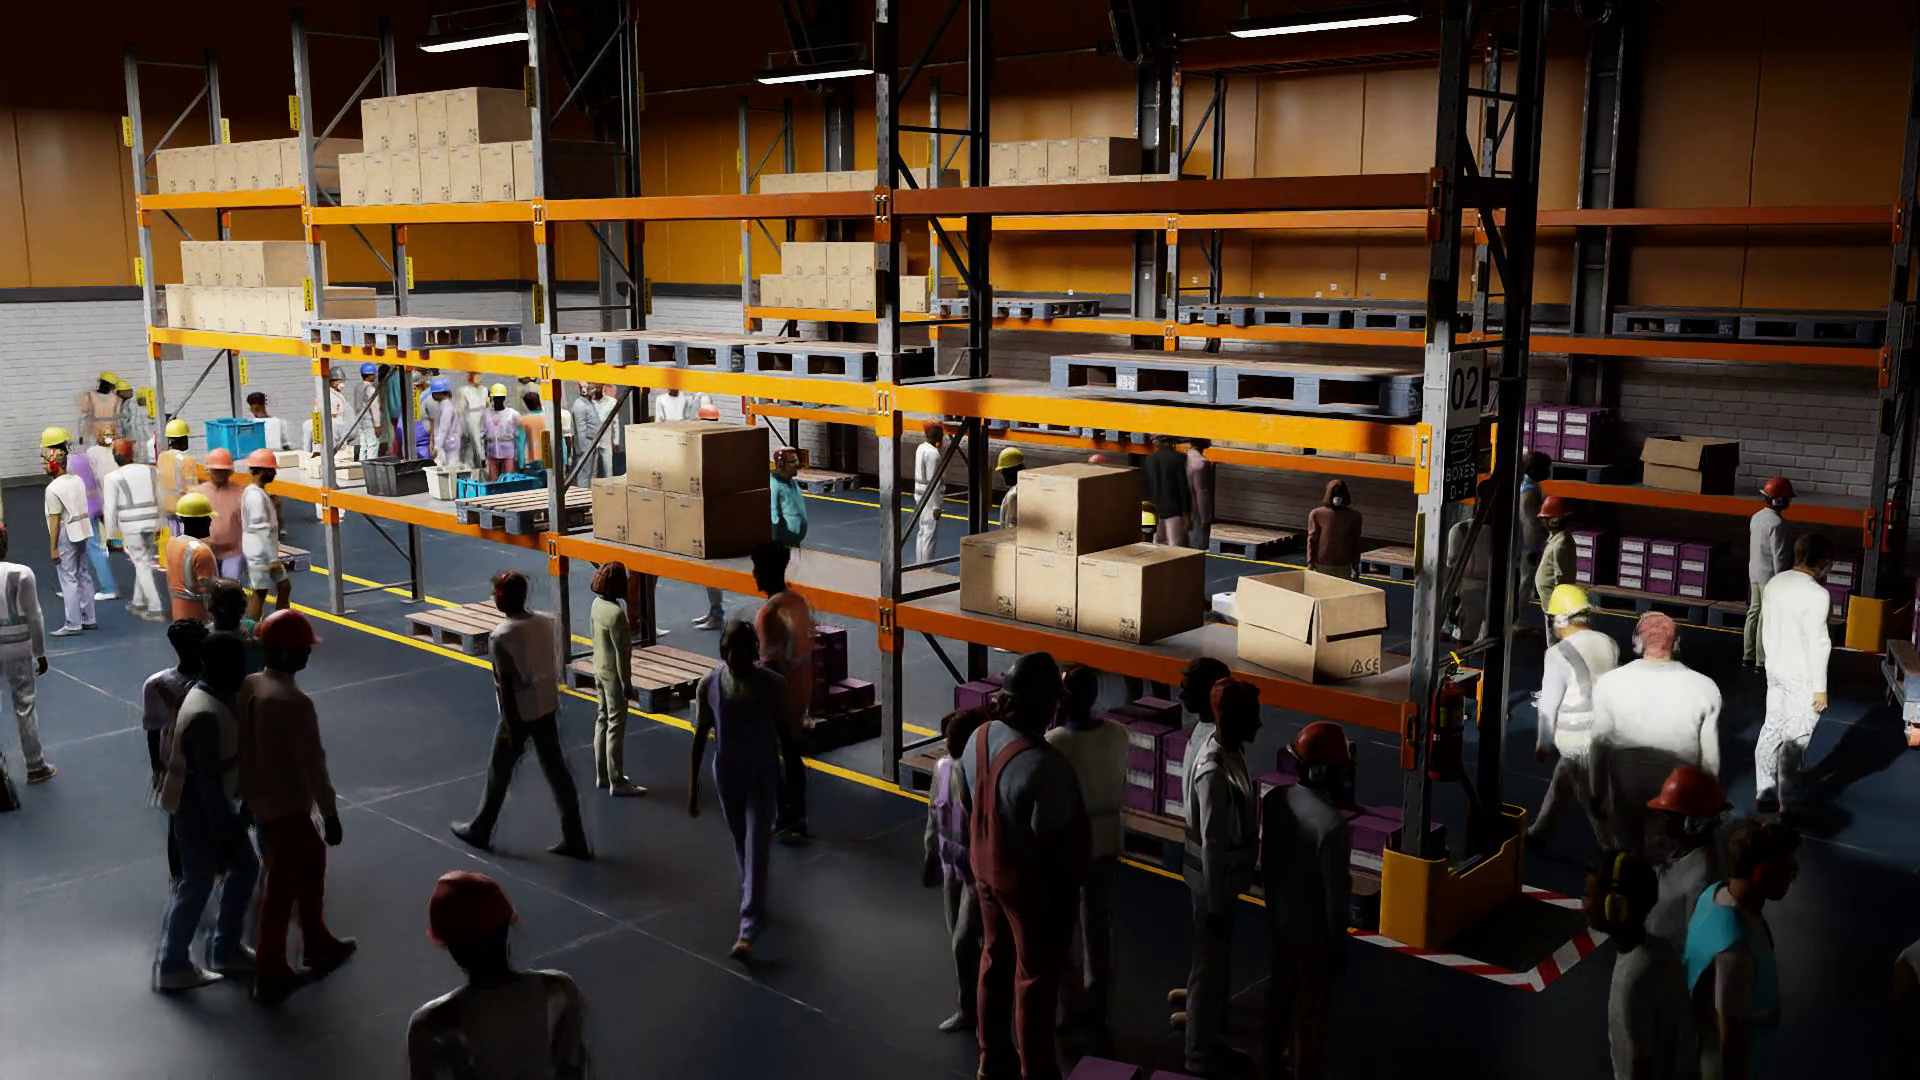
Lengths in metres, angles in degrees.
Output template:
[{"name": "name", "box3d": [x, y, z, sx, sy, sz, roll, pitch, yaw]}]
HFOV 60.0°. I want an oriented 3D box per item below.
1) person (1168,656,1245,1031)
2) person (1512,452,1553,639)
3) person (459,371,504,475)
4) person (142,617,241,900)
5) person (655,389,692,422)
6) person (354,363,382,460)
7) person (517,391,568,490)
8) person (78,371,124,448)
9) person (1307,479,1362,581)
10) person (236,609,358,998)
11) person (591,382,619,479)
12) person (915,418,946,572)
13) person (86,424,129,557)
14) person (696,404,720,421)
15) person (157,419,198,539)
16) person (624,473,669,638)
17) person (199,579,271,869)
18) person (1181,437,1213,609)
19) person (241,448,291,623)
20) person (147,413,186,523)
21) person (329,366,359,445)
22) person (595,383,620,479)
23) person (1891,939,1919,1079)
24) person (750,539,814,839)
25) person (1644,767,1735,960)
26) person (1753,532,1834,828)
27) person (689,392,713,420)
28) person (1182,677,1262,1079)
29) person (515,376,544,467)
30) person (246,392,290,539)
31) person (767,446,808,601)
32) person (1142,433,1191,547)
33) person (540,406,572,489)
[{"name": "person", "box3d": [1.202, 1.456, 8.045, 0.347, 1.838, 0.507, 1, 10, 4]}, {"name": "person", "box3d": [5.473, 0.051, 16.058, 0.431, 1.823, 0.639, 2, 10, 14]}, {"name": "person", "box3d": [-7.750, -1.861, 26.919, 0.990, 1.784, 0.563, 4, 11, 21]}, {"name": "person", "box3d": [-4.350, 1.268, 9.490, 0.542, 1.697, 0.316, -9, 13, -41]}, {"name": "person", "box3d": [-4.347, -1.625, 25.411, 0.617, 1.860, 0.663, -1, 10, -3]}, {"name": "person", "box3d": [-9.331, -1.830, 26.304, 0.618, 1.944, 0.397, 10, 14, 44]}, {"name": "person", "box3d": [-5.515, -1.034, 22.021, 0.652, 1.880, 0.452, -3, 10, -15]}, {"name": "person", "box3d": [-13.137, -1.630, 25.379, 0.746, 1.891, 0.357, -7, 12, -34]}, {"name": "person", "box3d": [3.474, 0.246, 15.453, 0.500, 1.633, 0.280, 0, 10, 2]}, {"name": "person", "box3d": [-3.327, 1.309, 8.477, 0.664, 1.965, 0.765, 9, 13, 41]}, {"name": "person", "box3d": [-5.280, -1.449, 24.273, 0.593, 1.909, 0.402, -4, 11, -20]}, {"name": "person", "box3d": [-0.330, -0.423, 18.521, 0.337, 1.883, 0.584, -3, 10, -15]}, {"name": "person", "box3d": [-10.364, -0.611, 20.318, 0.502, 1.630, 0.273, -6, 11, -29]}, {"name": "person", "box3d": [-2.937, -0.637, 19.582, 0.356, 1.937, 0.552, 5, 11, 28]}, {"name": "person", "box3d": [-8.355, -0.334, 17.889, 0.588, 1.930, 0.359, 6, 12, 30]}, {"name": "person", "box3d": [-3.055, 0.005, 16.053, 0.602, 1.906, 0.409, 10, 14, 44]}, {"name": "person", "box3d": [-4.334, 1.134, 9.968, 0.541, 1.814, 0.694, -10, 14, -44]}, {"name": "person", "box3d": [2.473, -0.250, 17.397, 0.372, 1.940, 0.630, -2, 10, -12]}, {"name": "person", "box3d": [-6.345, 0.108, 15.407, 0.608, 1.917, 0.586, -3, 10, -16]}, {"name": "person", "box3d": [-9.940, -0.755, 20.947, 0.319, 1.692, 0.533, 6, 11, 29]}, {"name": "person", "box3d": [-9.074, -1.530, 24.339, 0.536, 2.000, 0.678, -3, 10, -16]}, {"name": "person", "box3d": [-5.649, -1.806, 26.308, 0.399, 1.899, 0.643, 9, 14, 43]}, {"name": "person", "box3d": [3.367, 1.909, 5.546, 0.592, 1.807, 0.756, -2, 10, -12]}, {"name": "person", "box3d": [-1.156, 0.961, 10.514, 0.432, 1.945, 0.645, 3, 11, 17]}, {"name": "person", "box3d": [2.857, 1.750, 6.602, 0.333, 1.753, 0.562, 4, 11, 19]}, {"name": "person", "box3d": [5.478, 0.903, 10.892, 0.370, 1.934, 0.627, -1, 10, -4]}, {"name": "person", "box3d": [-3.896, -1.586, 24.983, 0.419, 1.933, 0.615, -4, 11, -23]}, {"name": "person", "box3d": [1.170, 1.534, 7.458, 0.337, 1.882, 0.585, 2, 10, 13]}, {"name": "person", "box3d": [-7.302, -2.106, 28.436, 0.561, 1.742, 0.337, 4, 11, 22]}, {"name": "person", "box3d": [-8.865, -0.925, 21.210, 0.485, 1.933, 0.619, 7, 12, 33]}, {"name": "person", "box3d": [-1.635, 0.063, 15.710, 0.405, 1.911, 0.636, 2, 10, 12]}, {"name": "person", "box3d": [2.204, -0.260, 17.471, 0.383, 1.943, 0.721, -9, 13, -40]}, {"name": "person", "box3d": [-5.527, -1.164, 22.530, 0.599, 1.958, 0.388, 2, 10, 9]}]
